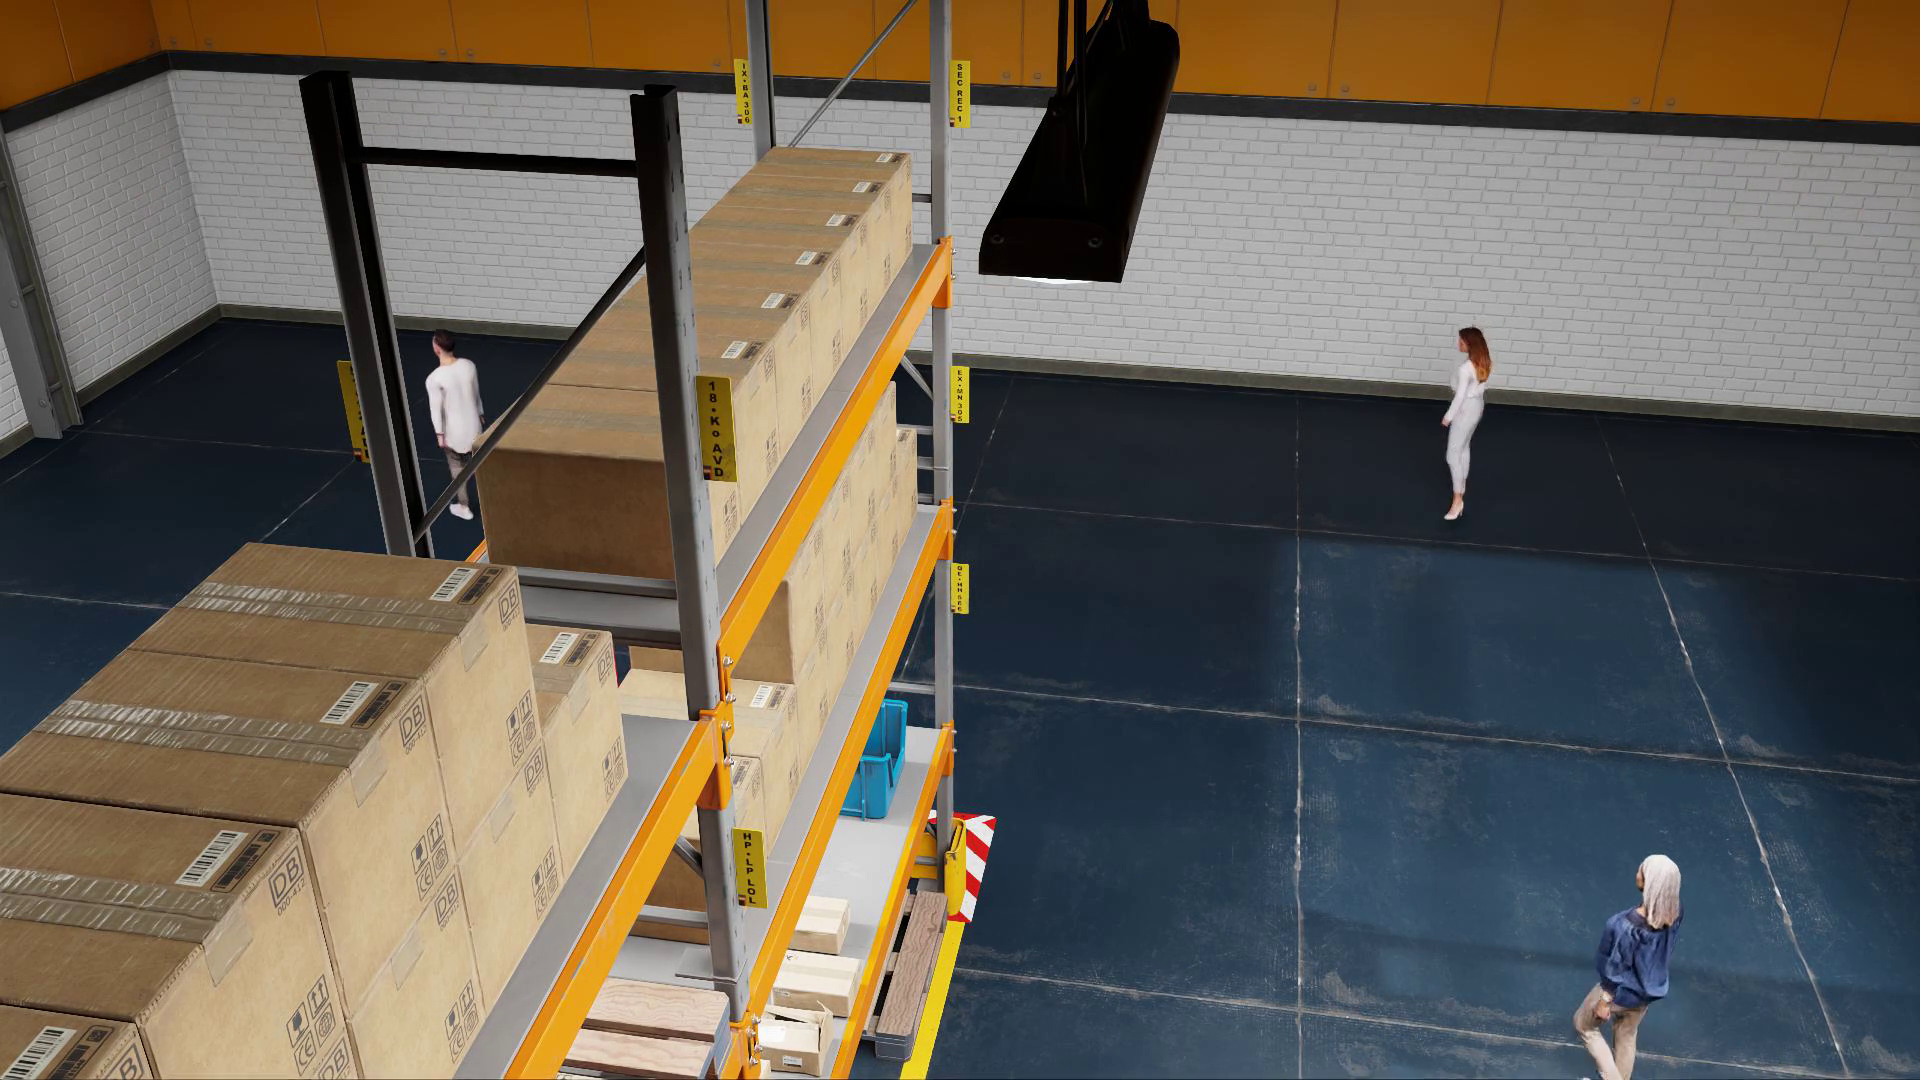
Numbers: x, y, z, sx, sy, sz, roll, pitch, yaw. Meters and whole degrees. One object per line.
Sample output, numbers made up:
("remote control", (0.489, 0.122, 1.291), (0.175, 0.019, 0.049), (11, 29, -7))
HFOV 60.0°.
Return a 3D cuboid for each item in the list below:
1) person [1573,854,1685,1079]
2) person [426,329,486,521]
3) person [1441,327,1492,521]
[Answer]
("person", (3.511, 2.371, 8.566), (0.765, 1.686, 0.819), (-15, 32, -26))
("person", (-4.318, -0.976, 14.555), (1.020, 1.827, 1.028), (22, 36, 35))
("person", (4.542, -1.083, 14.839), (0.713, 1.741, 0.954), (-24, 37, -37))
